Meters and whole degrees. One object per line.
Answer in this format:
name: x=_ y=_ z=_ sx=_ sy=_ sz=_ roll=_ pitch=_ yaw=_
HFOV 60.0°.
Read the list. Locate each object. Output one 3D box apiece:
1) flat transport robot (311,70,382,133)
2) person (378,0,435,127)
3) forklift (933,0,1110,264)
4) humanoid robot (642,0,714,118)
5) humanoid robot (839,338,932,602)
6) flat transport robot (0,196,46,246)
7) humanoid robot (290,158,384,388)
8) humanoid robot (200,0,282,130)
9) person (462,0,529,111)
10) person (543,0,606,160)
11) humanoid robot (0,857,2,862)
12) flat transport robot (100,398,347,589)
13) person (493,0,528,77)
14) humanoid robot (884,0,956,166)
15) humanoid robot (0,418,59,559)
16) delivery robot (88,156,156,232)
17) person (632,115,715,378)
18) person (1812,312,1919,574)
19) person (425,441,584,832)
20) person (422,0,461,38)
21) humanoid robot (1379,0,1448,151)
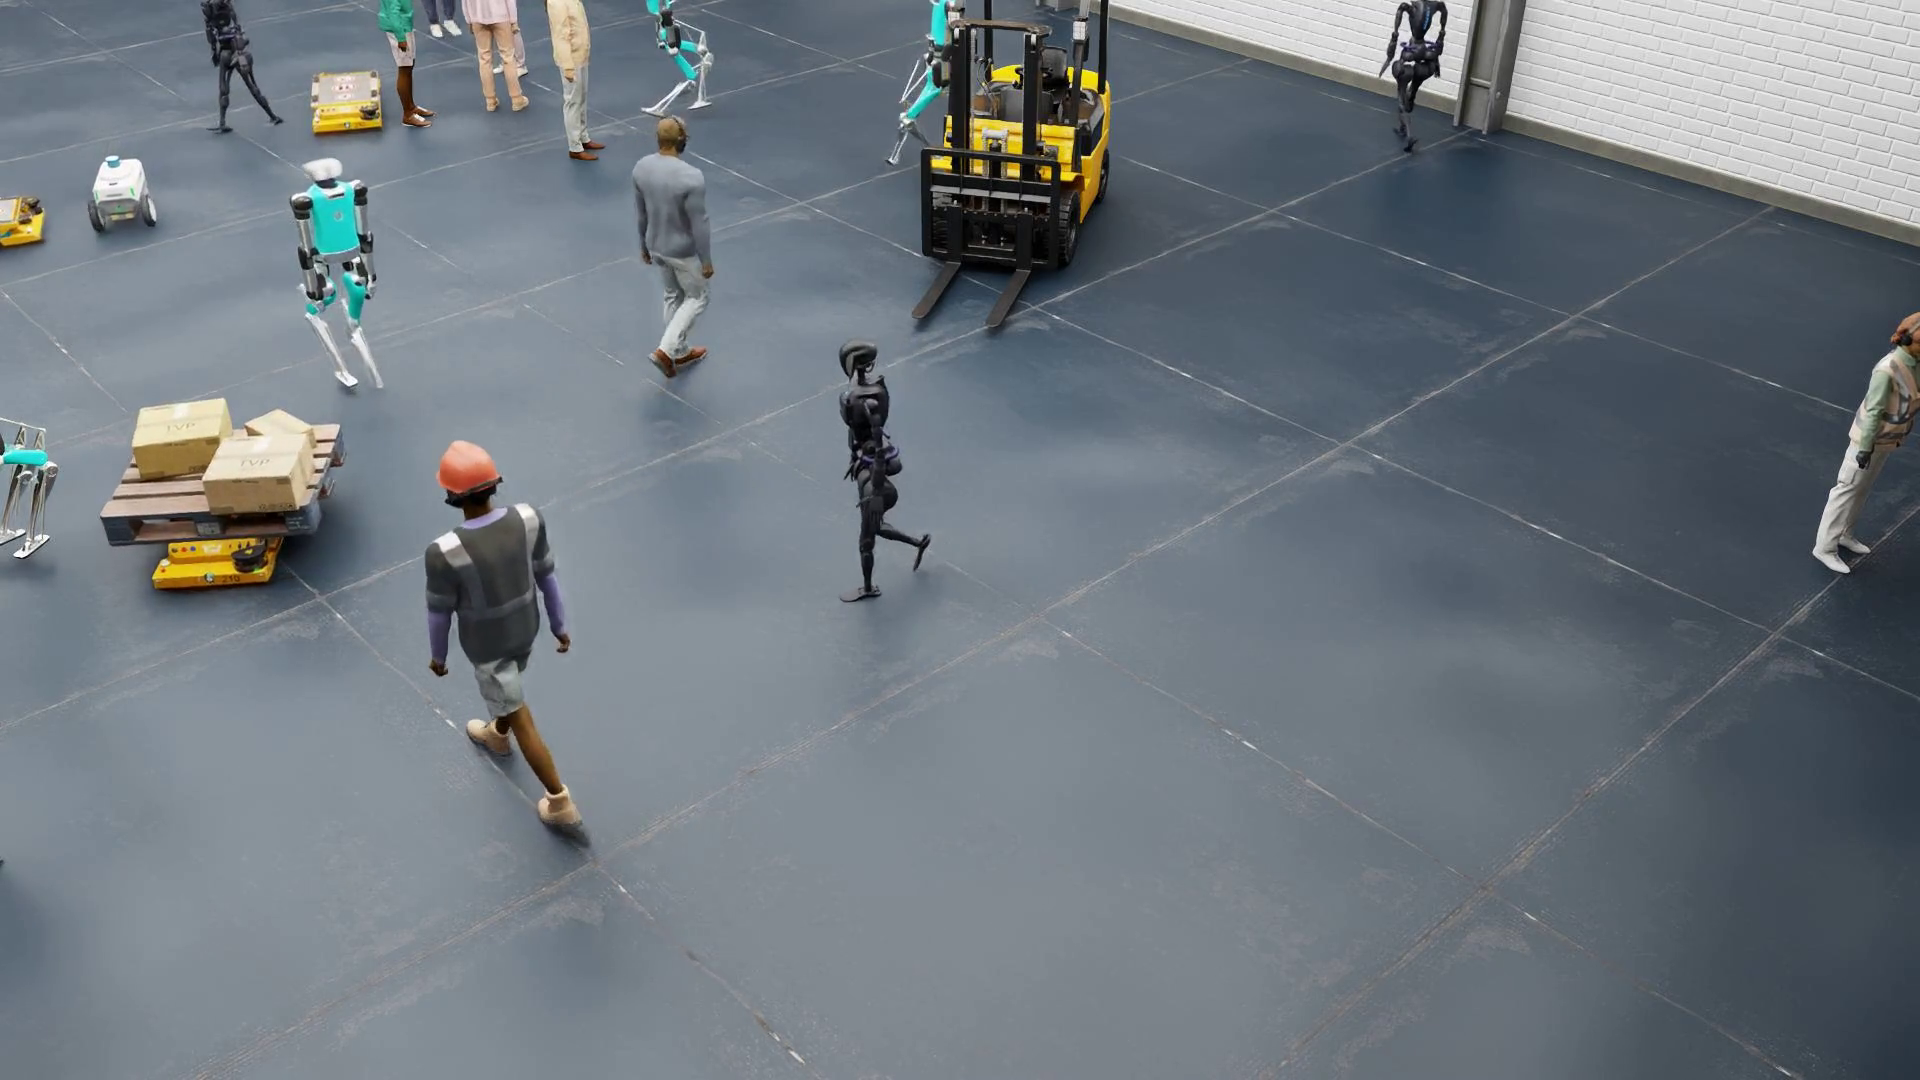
flat transport robot: x=-6.320 y=-4.535 z=17.143 sx=0.659 sy=0.231 sz=1.431 roll=-9 pitch=34 yaw=-14
person: x=-5.554 y=-5.050 z=16.486 sx=0.377 sy=1.848 sz=0.504 roll=-4 pitch=33 yaw=-6
forklift: x=0.570 y=-3.725 z=14.138 sx=1.214 sy=2.155 sz=2.313 roll=9 pitch=34 yaw=13
humanoid robot: x=-2.790 y=-5.052 z=16.574 sx=0.972 sy=1.731 sz=0.530 roll=-14 pitch=36 yaw=-20
humanoid robot: x=-0.428 y=-0.401 z=9.515 sx=0.612 sy=1.639 sz=0.609 roll=-10 pitch=34 yaw=-15
flat transport robot: x=-8.667 y=-2.658 z=14.258 sx=1.431 sy=0.231 sz=0.659 roll=-12 pitch=35 yaw=-18
humanoid robot: x=-4.432 y=-1.831 z=11.705 sx=0.736 sy=1.852 sz=0.559 roll=27 pitch=42 yaw=35
humanoid robot: x=-7.171 y=-4.811 z=16.313 sx=0.600 sy=1.645 sz=0.690 roll=22 pitch=39 yaw=30
person: x=-4.744 y=-5.238 z=16.834 sx=0.536 sy=1.781 sz=0.401 roll=0 pitch=33 yaw=0
person: x=-3.668 y=-4.545 z=15.687 sx=0.397 sy=1.875 sz=0.568 roll=2 pitch=33 yaw=4
humanoid robot: x=-4.804 y=0.850 z=7.576 sx=0.369 sy=1.643 sz=0.609 roll=18 pitch=37 yaw=25
flat transport robot: x=-4.541 y=-0.179 z=10.448 sx=0.659 sy=0.231 sz=1.431 roll=-3 pitch=33 yaw=-5
person: x=-4.948 y=-5.837 z=17.781 sx=0.516 sy=1.756 sz=0.335 roll=22 pitch=39 yaw=30
humanoid robot: x=-0.416 y=-4.278 z=15.480 sx=0.836 sy=1.869 sz=0.554 roll=-8 pitch=34 yaw=-12
humanoid robot: x=-5.703 y=-0.699 z=9.784 sx=0.533 sy=1.672 sz=0.735 roll=15 pitch=36 yaw=21
delivery robot: x=-7.384 y=-3.079 z=14.637 sx=0.499 sy=0.587 sz=0.777 roll=-10 pitch=34 yaw=-15
person: x=-2.060 y=-2.033 z=11.782 sx=0.665 sy=1.918 sz=0.567 roll=26 pitch=41 yaw=34
person: x=5.417 y=-0.590 z=9.822 sx=0.514 sy=1.639 sz=0.309 roll=-26 pitch=41 yaw=-34
person: x=-2.195 y=0.437 z=7.933 sx=1.086 sy=1.988 sz=0.621 roll=26 pitch=41 yaw=34
person: x=-6.034 y=-6.656 z=18.963 sx=0.821 sy=1.838 sz=0.574 roll=-20 pitch=38 yaw=-27
humanoid robot: x=4.392 y=-4.606 z=16.010 sx=0.616 sy=1.654 sz=0.738 roll=-6 pitch=34 yaw=-10
